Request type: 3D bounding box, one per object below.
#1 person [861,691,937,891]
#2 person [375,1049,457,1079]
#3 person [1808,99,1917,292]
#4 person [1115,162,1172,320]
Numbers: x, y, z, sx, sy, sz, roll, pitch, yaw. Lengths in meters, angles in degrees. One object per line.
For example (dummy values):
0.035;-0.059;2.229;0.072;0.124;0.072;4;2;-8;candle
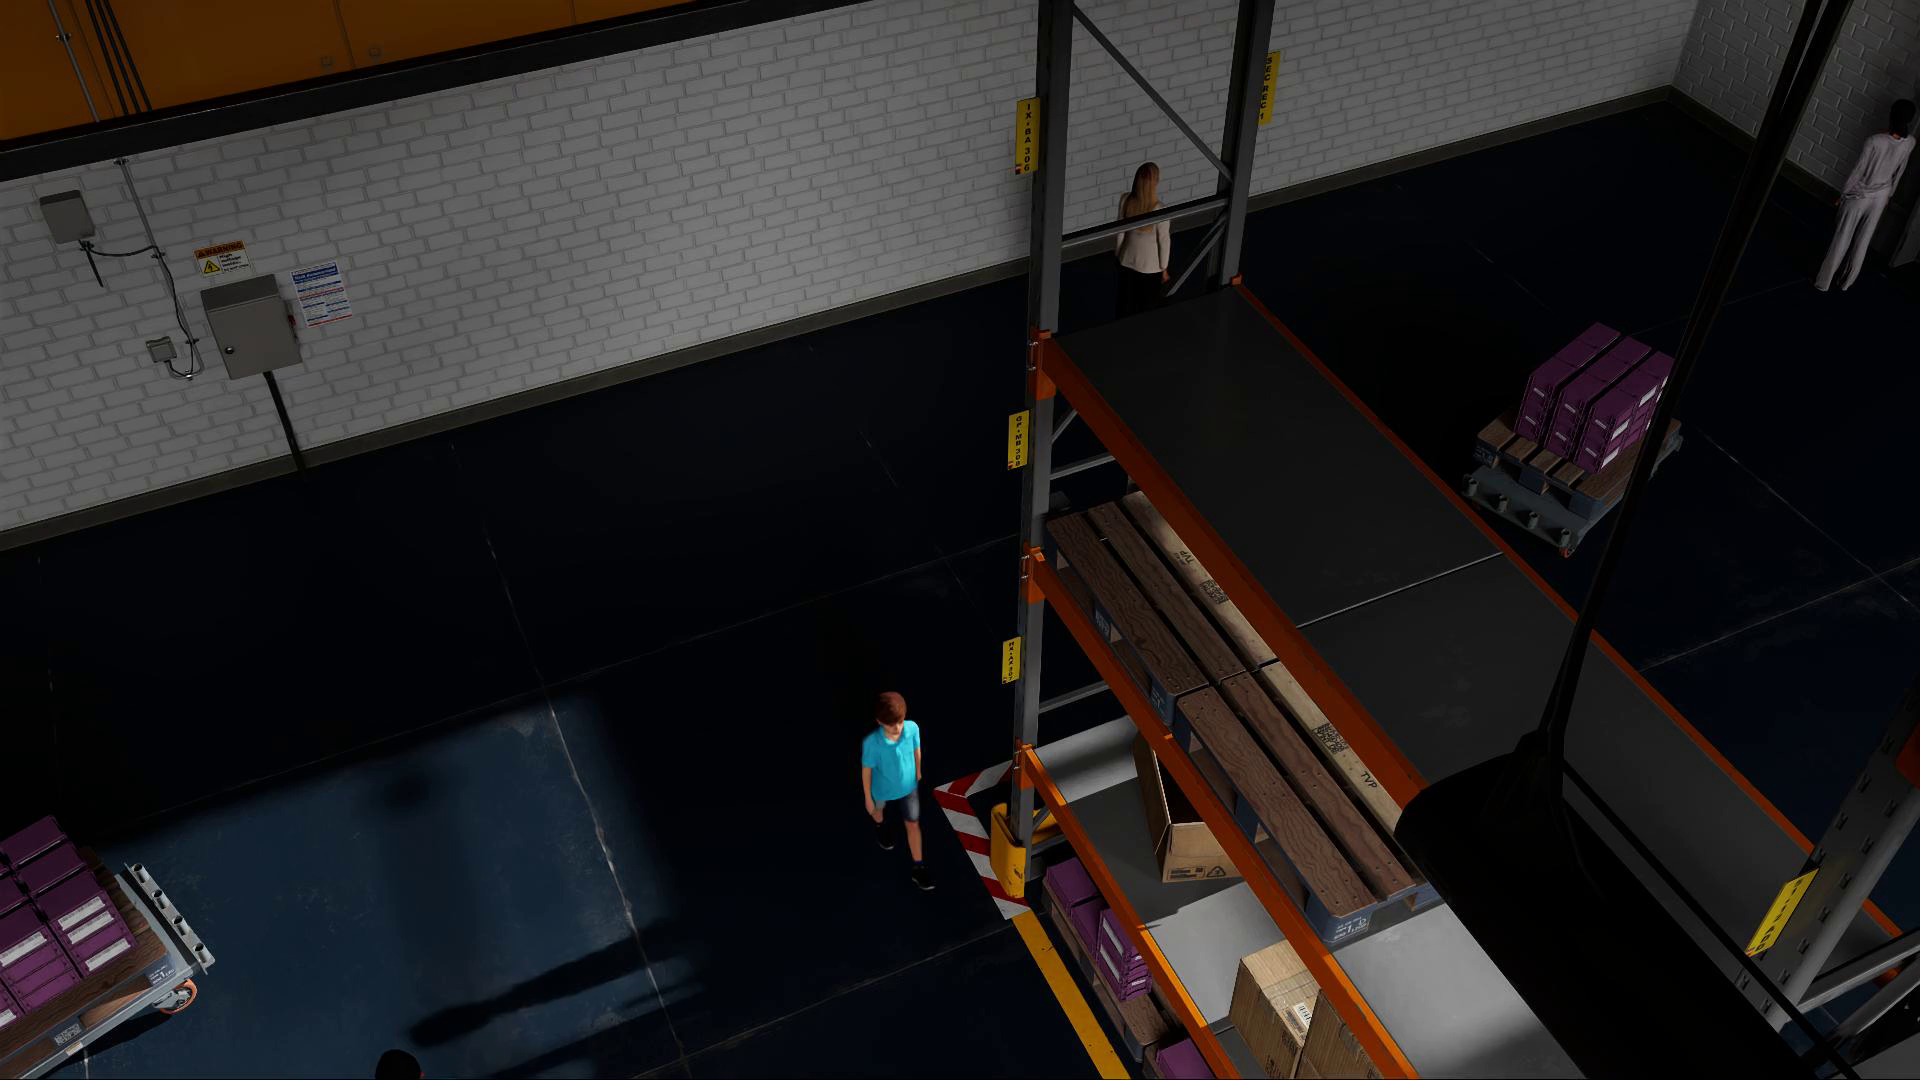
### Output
-0.429;1.359;9.750;0.578;1.418;0.915;-14;45;-15;person
-2.454;2.920;7.851;0.612;1.777;0.520;-19;47;-19;person
7.594;-2.873;13.934;0.671;1.774;0.666;0;44;0;person
1.426;-2.146;13.109;0.649;1.858;0.756;23;48;22;person
